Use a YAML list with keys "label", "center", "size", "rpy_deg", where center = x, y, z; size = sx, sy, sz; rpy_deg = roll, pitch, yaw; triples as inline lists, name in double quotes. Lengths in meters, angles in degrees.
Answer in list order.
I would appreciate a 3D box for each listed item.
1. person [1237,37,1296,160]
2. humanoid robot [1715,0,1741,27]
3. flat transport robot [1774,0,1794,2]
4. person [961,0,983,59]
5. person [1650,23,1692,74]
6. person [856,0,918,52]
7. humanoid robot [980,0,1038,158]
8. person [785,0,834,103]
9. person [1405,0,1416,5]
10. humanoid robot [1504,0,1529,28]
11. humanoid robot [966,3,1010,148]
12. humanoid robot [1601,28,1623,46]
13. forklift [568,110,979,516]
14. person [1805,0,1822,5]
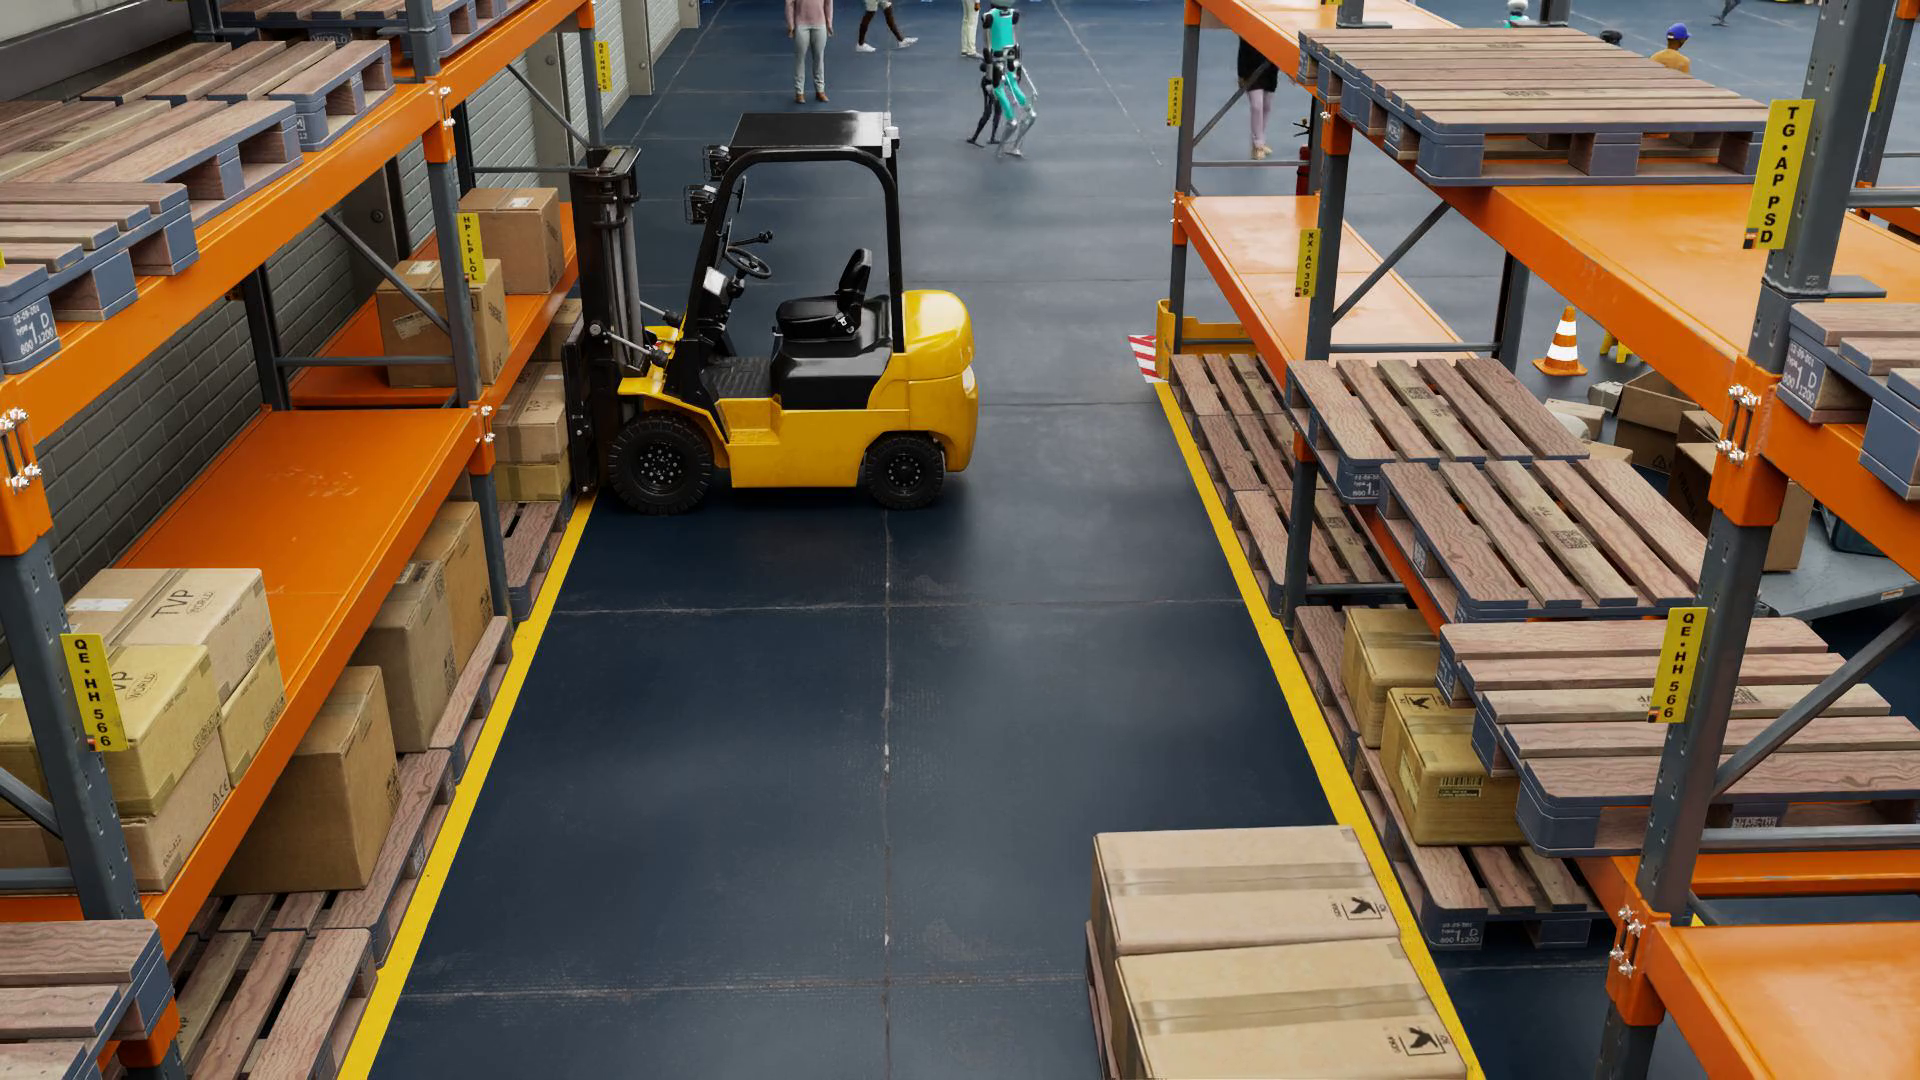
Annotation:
- label: "person"
  center: [3.387, -5.111, 18.321]
  size: [0.595, 1.816, 0.769]
  rpy_deg: [-8, 26, -16]
- label: "humanoid robot"
  center: [12.757, -9.318, 27.388]
  size: [0.364, 1.637, 0.589]
  rpy_deg: [15, 29, 28]
- label: "flat transport robot"
  center: [15.281, -10.112, 30.717]
  size: [1.431, 0.231, 0.659]
  rpy_deg: [-16, 30, -30]
- label: "person"
  center: [0.201, -8.010, 24.536]
  size: [0.346, 1.745, 0.562]
  rpy_deg: [-8, 26, -16]
- label: "person"
  center: [7.091, -4.326, 16.768]
  size: [0.369, 1.717, 0.453]
  rpy_deg: [-20, 32, -36]
- label: "person"
  center: [-1.141, -8.291, 25.001]
  size: [0.976, 1.855, 0.558]
  rpy_deg: [2, 25, 4]
- label: "humanoid robot"
  center: [0.609, -5.063, 18.318]
  size: [0.723, 1.799, 0.536]
  rpy_deg: [23, 33, 39]
- label: "person"
  center: [-1.923, -6.611, 21.351]
  size: [0.627, 1.940, 0.377]
  rpy_deg: [-7, 26, -15]
- label: "person"
  center: [6.729, -8.330, 25.100]
  size: [0.562, 1.843, 0.389]
  rpy_deg: [-10, 27, -19]
- label: "humanoid robot"
  center: [5.697, -4.942, 18.056]
  size: [0.746, 1.784, 0.543]
  rpy_deg: [6, 26, 12]
- label: "humanoid robot"
  center: [0.346, -5.333, 18.981]
  size: [0.437, 1.643, 0.630]
  rpy_deg: [6, 26, 13]
- label: "humanoid robot"
  center: [6.406, -4.306, 16.772]
  size: [0.600, 1.656, 0.356]
  rpy_deg: [-18, 31, -33]
- label: "forklift"
  center: [-1.043, -1.379, 9.976]
  size: [2.313, 2.155, 1.214]
  rpy_deg: [-1, 25, -2]
- label: "person"
  center: [15.509, -10.546, 29.742]
  size: [0.548, 1.890, 0.395]
  rpy_deg: [22, 33, 38]
